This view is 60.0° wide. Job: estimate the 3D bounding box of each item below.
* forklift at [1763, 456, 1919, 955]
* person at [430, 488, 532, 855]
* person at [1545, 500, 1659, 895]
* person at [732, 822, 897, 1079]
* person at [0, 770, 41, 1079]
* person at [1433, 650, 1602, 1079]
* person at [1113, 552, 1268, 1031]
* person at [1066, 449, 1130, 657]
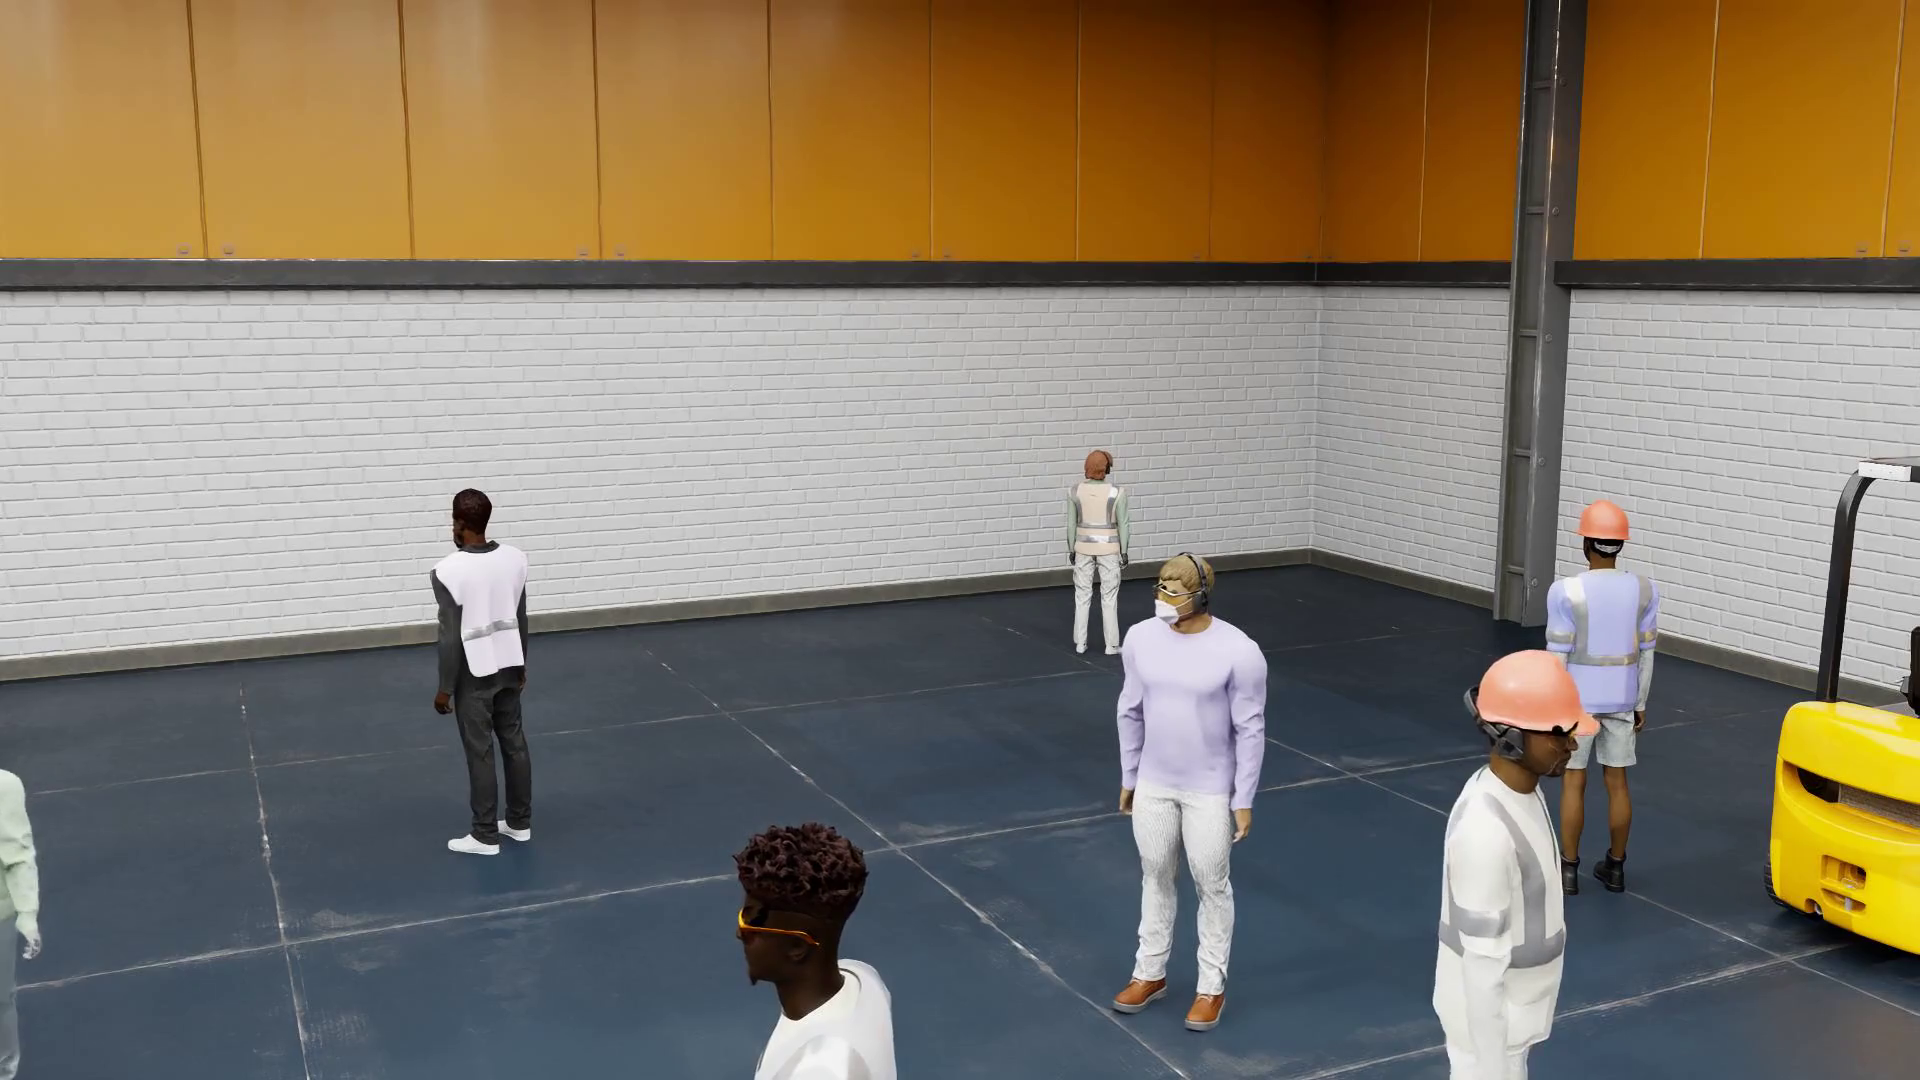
[{"bbox_3d":[4.857,0.731,7.561,2.313,2.155,1.214,-4,10,-25],"label":"forklift"},{"bbox_3d":[-2.482,0.687,8.684,0.398,1.920,0.590,6,11,32],"label":"person"},{"bbox_3d":[3.088,0.770,8.109,0.545,1.938,0.356,-1,9,-5],"label":"person"},{"bbox_3d":[-0.291,1.520,3.366,0.366,1.967,0.602,0,9,2],"label":"person"},{"bbox_3d":[-3.411,1.336,5.656,0.515,1.594,0.844,-4,10,-24],"label":"person"},{"bbox_3d":[1.499,1.297,4.536,0.390,2.042,0.631,4,10,23],"label":"person"},{"bbox_3d":[0.915,0.998,6.703,0.629,1.937,0.377,6,11,34],"label":"person"},{"bbox_3d":[1.088,0.107,13.144,0.514,1.641,0.308,3,10,20],"label":"person"}]
